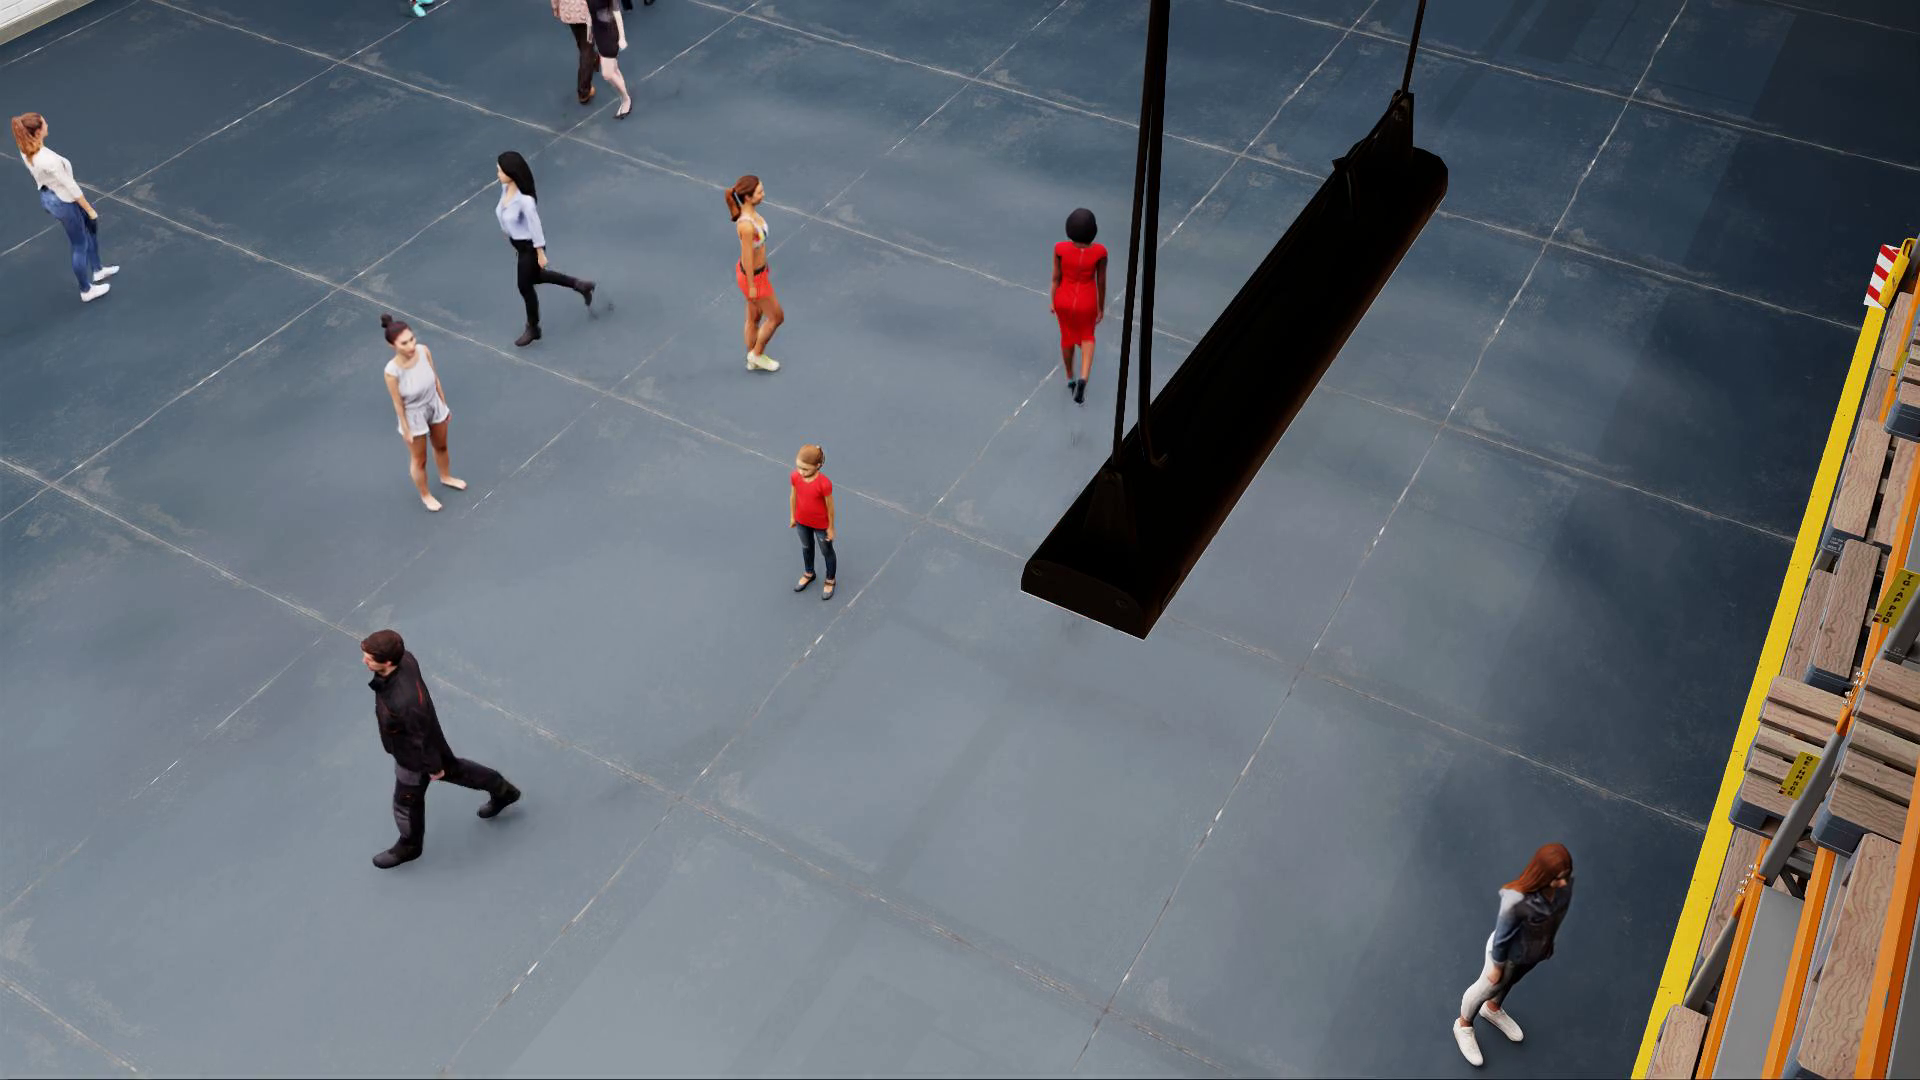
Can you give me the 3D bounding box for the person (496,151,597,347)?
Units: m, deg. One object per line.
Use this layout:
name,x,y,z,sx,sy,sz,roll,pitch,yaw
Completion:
person,-3.403,-2.383,13.477,1.131,1.722,0.919,-26,49,-25

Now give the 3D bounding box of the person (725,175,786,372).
person,-1.706,-2.063,13.097,0.780,1.784,0.702,-4,44,-4

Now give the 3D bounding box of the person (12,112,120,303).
person,-7.533,-2.727,13.849,0.673,1.708,0.726,31,52,29

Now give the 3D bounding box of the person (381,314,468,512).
person,-3.913,-0.929,12.032,0.602,1.610,0.429,23,48,22

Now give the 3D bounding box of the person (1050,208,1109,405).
person,0.899,-1.752,12.811,0.773,1.728,0.906,2,44,3

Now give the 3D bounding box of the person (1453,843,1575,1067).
person,2.923,2.131,8.753,0.630,1.703,0.750,-22,48,-21

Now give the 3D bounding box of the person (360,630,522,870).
person,-3.069,1.165,9.697,1.296,1.799,1.152,-17,46,-17

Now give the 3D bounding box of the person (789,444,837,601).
person,-0.999,-0.146,11.428,0.507,1.309,0.500,18,46,18

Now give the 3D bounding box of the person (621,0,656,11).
person,-3.532,-6.530,17.765,0.946,1.813,1.091,11,45,11

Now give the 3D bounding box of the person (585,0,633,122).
person,-3.334,-4.911,16.062,0.665,1.817,0.670,30,51,28

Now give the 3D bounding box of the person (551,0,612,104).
person,-3.766,-5.167,16.368,0.869,1.766,1.198,9,44,10
